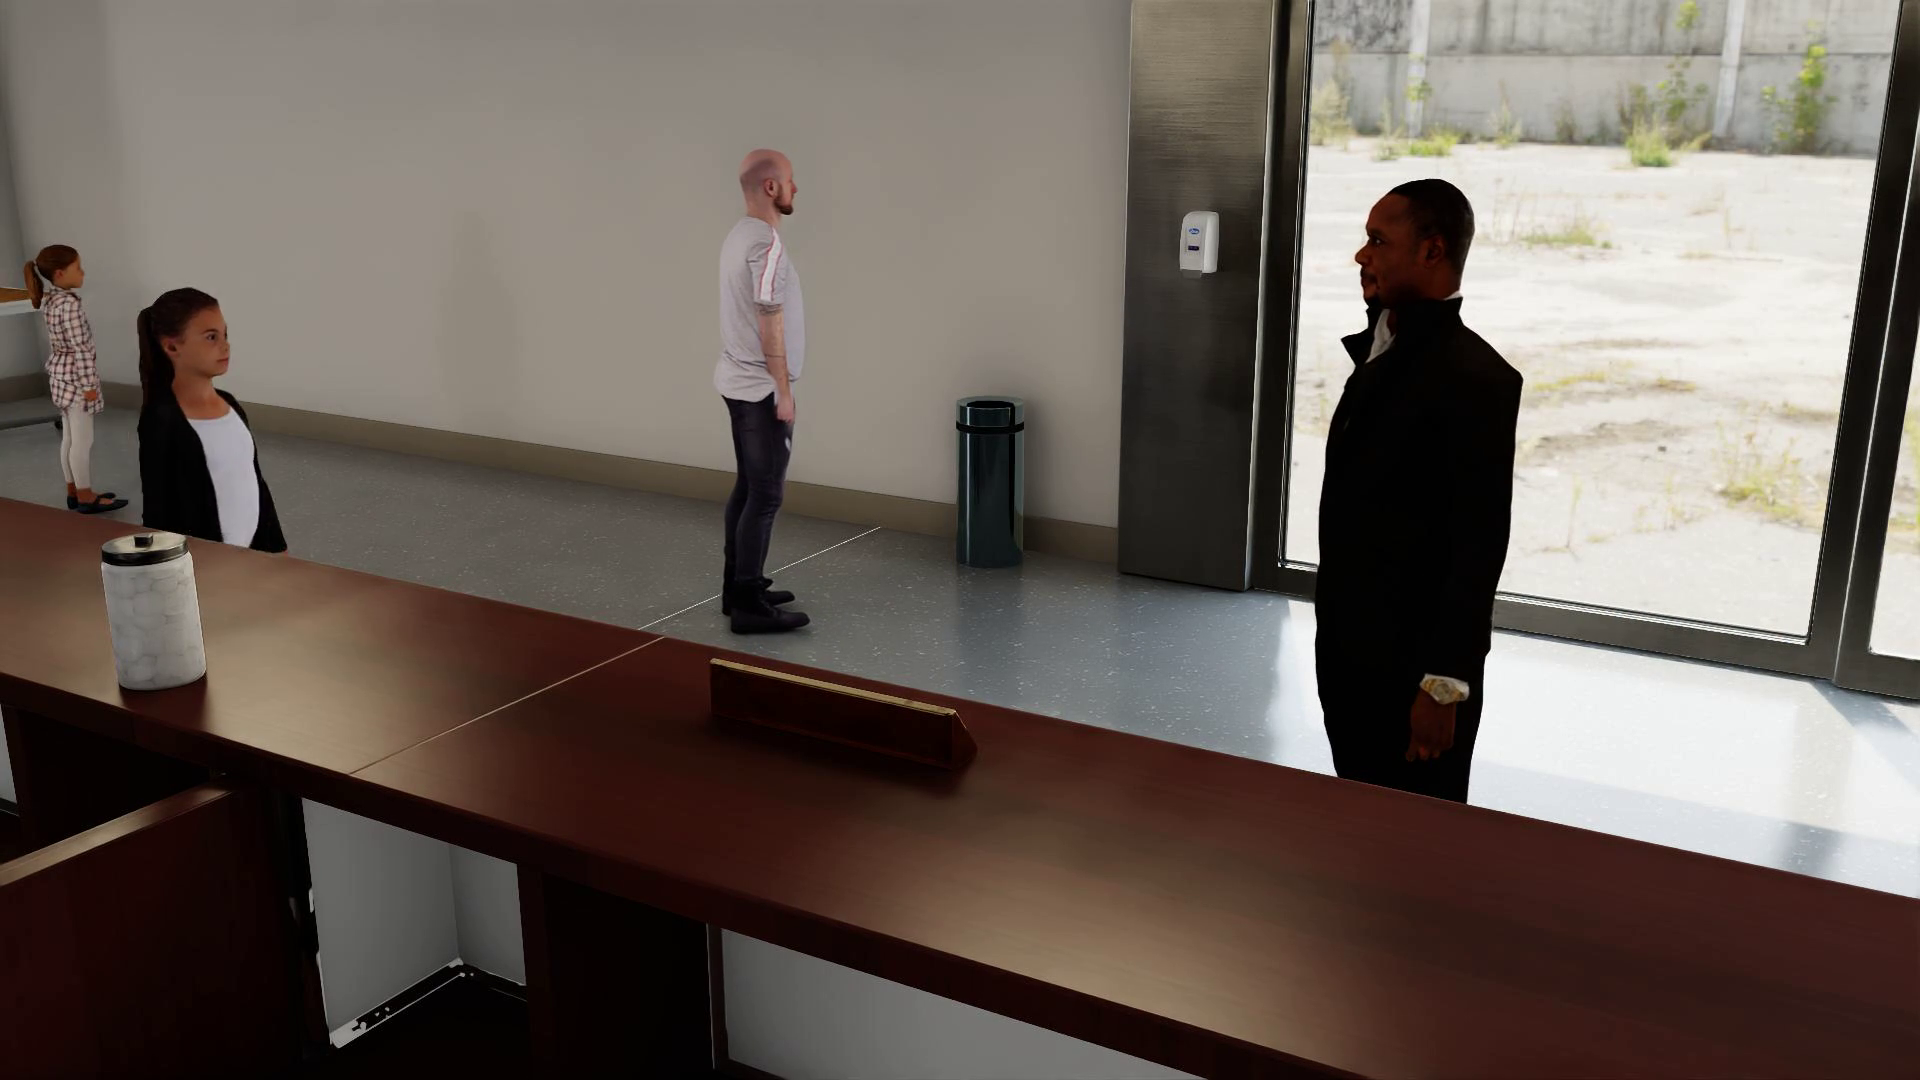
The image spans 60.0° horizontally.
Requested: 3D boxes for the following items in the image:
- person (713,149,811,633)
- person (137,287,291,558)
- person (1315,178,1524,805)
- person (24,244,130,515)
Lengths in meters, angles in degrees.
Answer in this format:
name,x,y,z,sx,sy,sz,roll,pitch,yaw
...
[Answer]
name,x,y,z,sx,sy,sz,roll,pitch,yaw
person,-0.783,-0.568,6.397,0.795,1.826,0.736,-4,16,-15
person,-2.168,0.080,4.638,0.744,1.534,0.836,4,16,13
person,0.934,0.211,3.490,0.862,1.903,0.769,-2,16,-7
person,-4.345,-0.791,8.138,0.587,1.310,0.592,-13,20,-39
